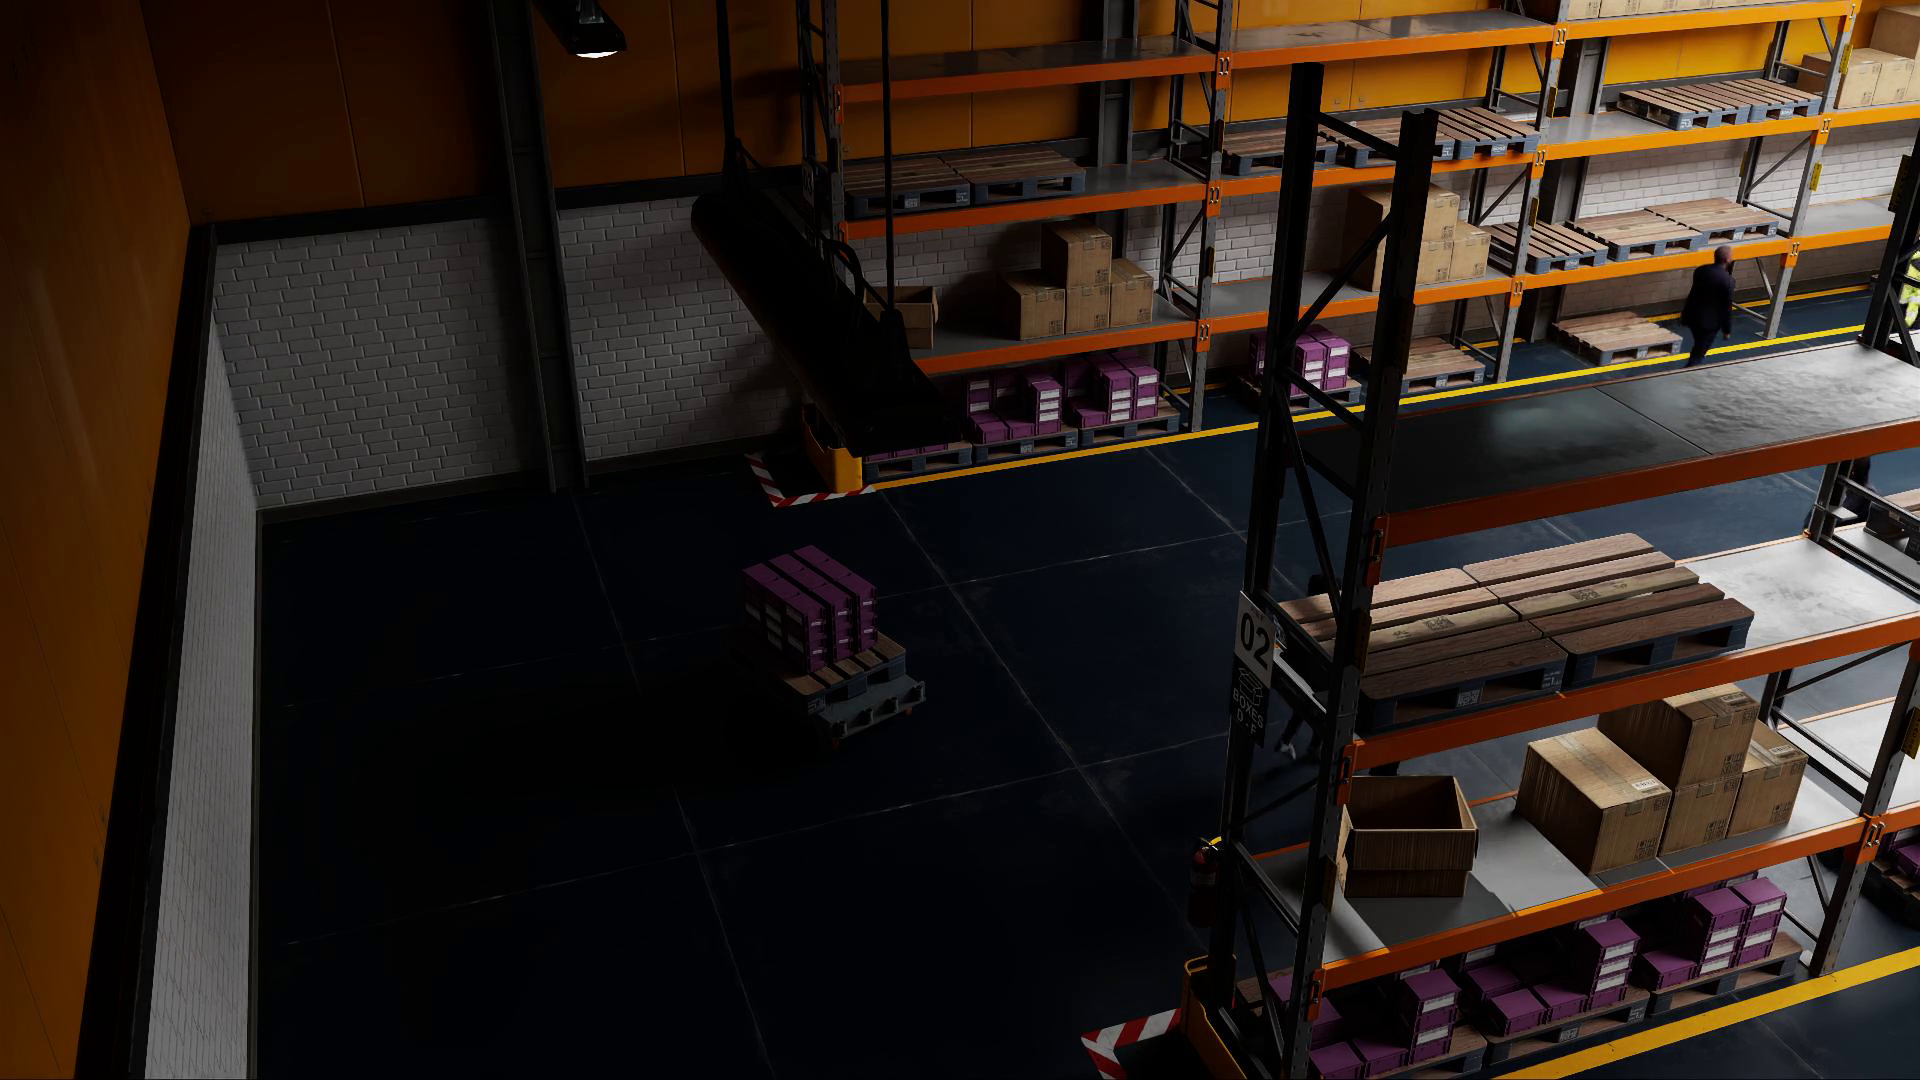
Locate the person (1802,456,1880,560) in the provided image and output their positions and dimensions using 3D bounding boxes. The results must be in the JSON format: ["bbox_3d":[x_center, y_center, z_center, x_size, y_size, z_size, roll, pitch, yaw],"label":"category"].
[{"bbox_3d":[7.692,-0.059,14.610,1.070,1.574,0.770,-15,32,-25],"label":"person"}]

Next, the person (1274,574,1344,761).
[{"bbox_3d":[2.688,1.004,12.528,0.842,1.701,0.708,-14,32,-24],"label":"person"}]

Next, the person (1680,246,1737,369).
[{"bbox_3d":[8.291,-2.424,18.707,0.712,1.802,0.720,-9,30,-16],"label":"person"}]

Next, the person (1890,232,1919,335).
[{"bbox_3d":[10.666,-2.569,18.834,1.212,1.936,0.811,-11,31,-20],"label":"person"}]
